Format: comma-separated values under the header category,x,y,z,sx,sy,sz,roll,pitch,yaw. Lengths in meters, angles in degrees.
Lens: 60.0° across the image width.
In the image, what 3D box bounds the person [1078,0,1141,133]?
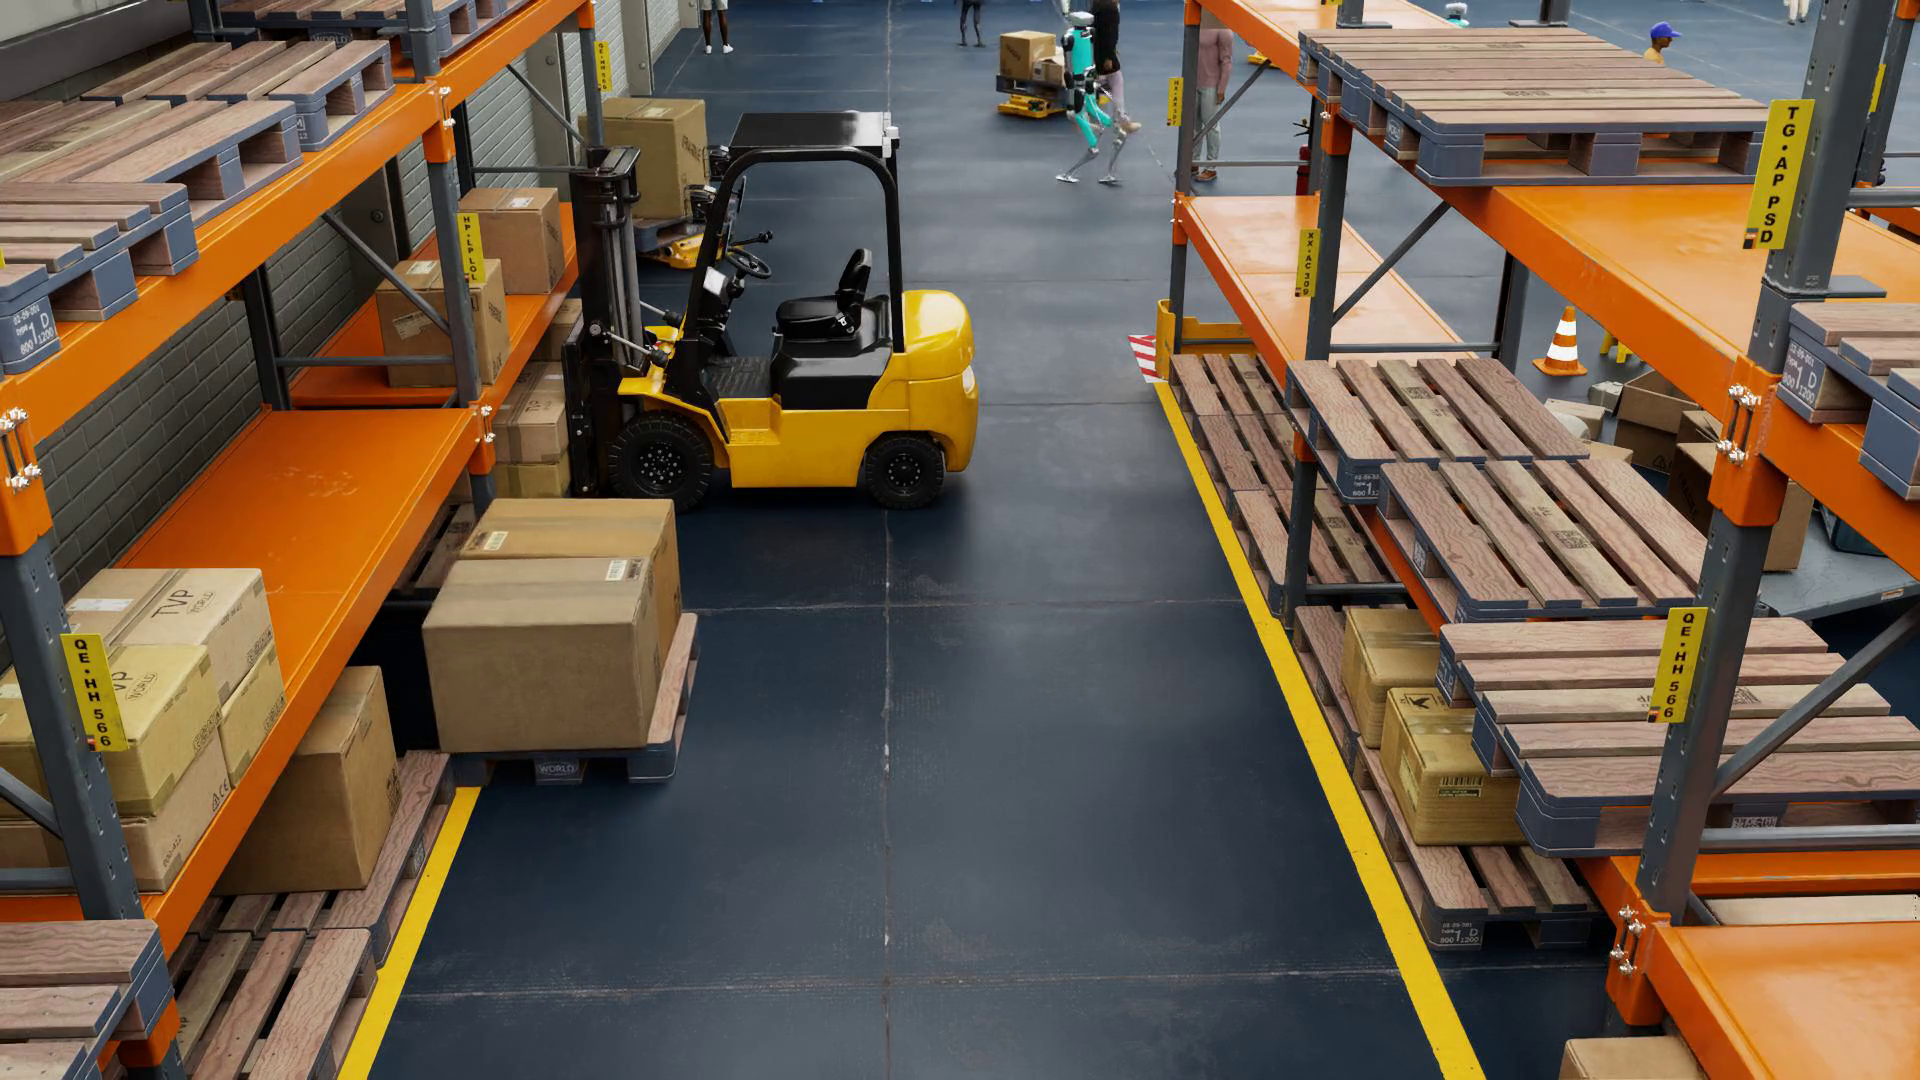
category,x,y,z,sx,sy,sz,roll,pitch,yaw
person,1.754,-5.729,19.620,0.672,1.825,0.569,-9,27,-18

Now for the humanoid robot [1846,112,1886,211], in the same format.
category,x,y,z,sx,sy,sz,roll,pitch,yaw
humanoid robot,7.513,-2.965,13.918,0.315,1.657,0.599,-1,25,-1

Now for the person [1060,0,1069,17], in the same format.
category,x,y,z,sx,sy,sz,roll,pitch,yaw
person,1.770,-9.949,28.705,0.611,1.687,0.843,-6,26,-12

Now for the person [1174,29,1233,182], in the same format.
category,x,y,z,sx,sy,sz,roll,pitch,yaw
person,2.553,-4.744,17.397,0.351,1.935,0.634,-18,31,-33

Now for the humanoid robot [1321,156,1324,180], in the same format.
category,x,y,z,sx,sy,sz,roll,pitch,yaw
humanoid robot,3.746,-4.285,16.717,0.310,1.648,0.615,10,27,19

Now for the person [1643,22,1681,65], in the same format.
category,x,y,z,sx,sy,sz,roll,pitch,yaw
person,6.962,-4.345,16.809,0.352,1.718,0.436,7,26,14

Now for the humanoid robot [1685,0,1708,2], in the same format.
category,x,y,z,sx,sy,sz,roll,pitch,yaw
humanoid robot,13.510,-10.570,30.095,0.530,1.899,0.722,-12,28,-23

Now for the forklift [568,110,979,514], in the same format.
category,x,y,z,sx,sy,sz,roll,pitch,yaw
forklift,-1.043,-1.379,9.976,2.313,2.155,1.214,-1,25,-2

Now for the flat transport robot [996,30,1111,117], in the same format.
category,x,y,z,sx,sy,sz,roll,pitch,yaw
flat transport robot,1.197,-5.598,21.157,0.659,0.231,1.431,22,33,39

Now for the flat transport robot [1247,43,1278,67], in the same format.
category,x,y,z,sx,sy,sz,roll,pitch,yaw
flat transport robot,4.968,-7.141,24.427,1.431,0.231,0.659,-16,30,-30

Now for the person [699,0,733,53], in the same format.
category,x,y,z,sx,sy,sz,roll,pitch,yaw
person,-3.715,-8.282,24.935,0.544,1.899,0.375,-1,25,-1

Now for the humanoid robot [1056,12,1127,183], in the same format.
category,x,y,z,sx,sy,sz,roll,pitch,yaw
humanoid robot,1.413,-4.506,17.161,0.893,1.781,0.572,16,30,30

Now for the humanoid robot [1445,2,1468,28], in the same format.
category,x,y,z,sx,sy,sz,roll,pitch,yaw
humanoid robot,4.992,-4.848,17.905,0.740,1.815,0.558,7,26,14

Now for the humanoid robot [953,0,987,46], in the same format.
category,x,y,z,sx,sy,sz,roll,pitch,yaw
humanoid robot,0.208,-8.415,25.501,0.591,1.635,0.417,-20,32,-36

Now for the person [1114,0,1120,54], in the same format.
category,x,y,z,sx,sy,sz,roll,pitch,yaw
person,2.154,-8.101,24.639,0.585,1.818,0.593,-13,28,-25

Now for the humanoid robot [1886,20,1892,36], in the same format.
category,x,y,z,sx,sy,sz,roll,pitch,yaw
humanoid robot,14.980,-8.809,26.313,0.343,1.649,0.609,18,30,32

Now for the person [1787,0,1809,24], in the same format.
category,x,y,z,sx,sy,sz,roll,pitch,yaw
person,14.020,-9.515,27.721,0.539,1.744,0.600,6,26,13

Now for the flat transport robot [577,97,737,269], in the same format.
category,x,y,z,sx,sy,sz,roll,pitch,yaw
flat transport robot,-2.769,-2.712,15.047,1.431,0.231,0.659,17,30,31

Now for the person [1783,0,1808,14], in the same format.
category,x,y,z,sx,sy,sz,roll,pitch,yaw
person,14.844,-10.207,29.094,0.539,1.855,0.949,7,26,15
